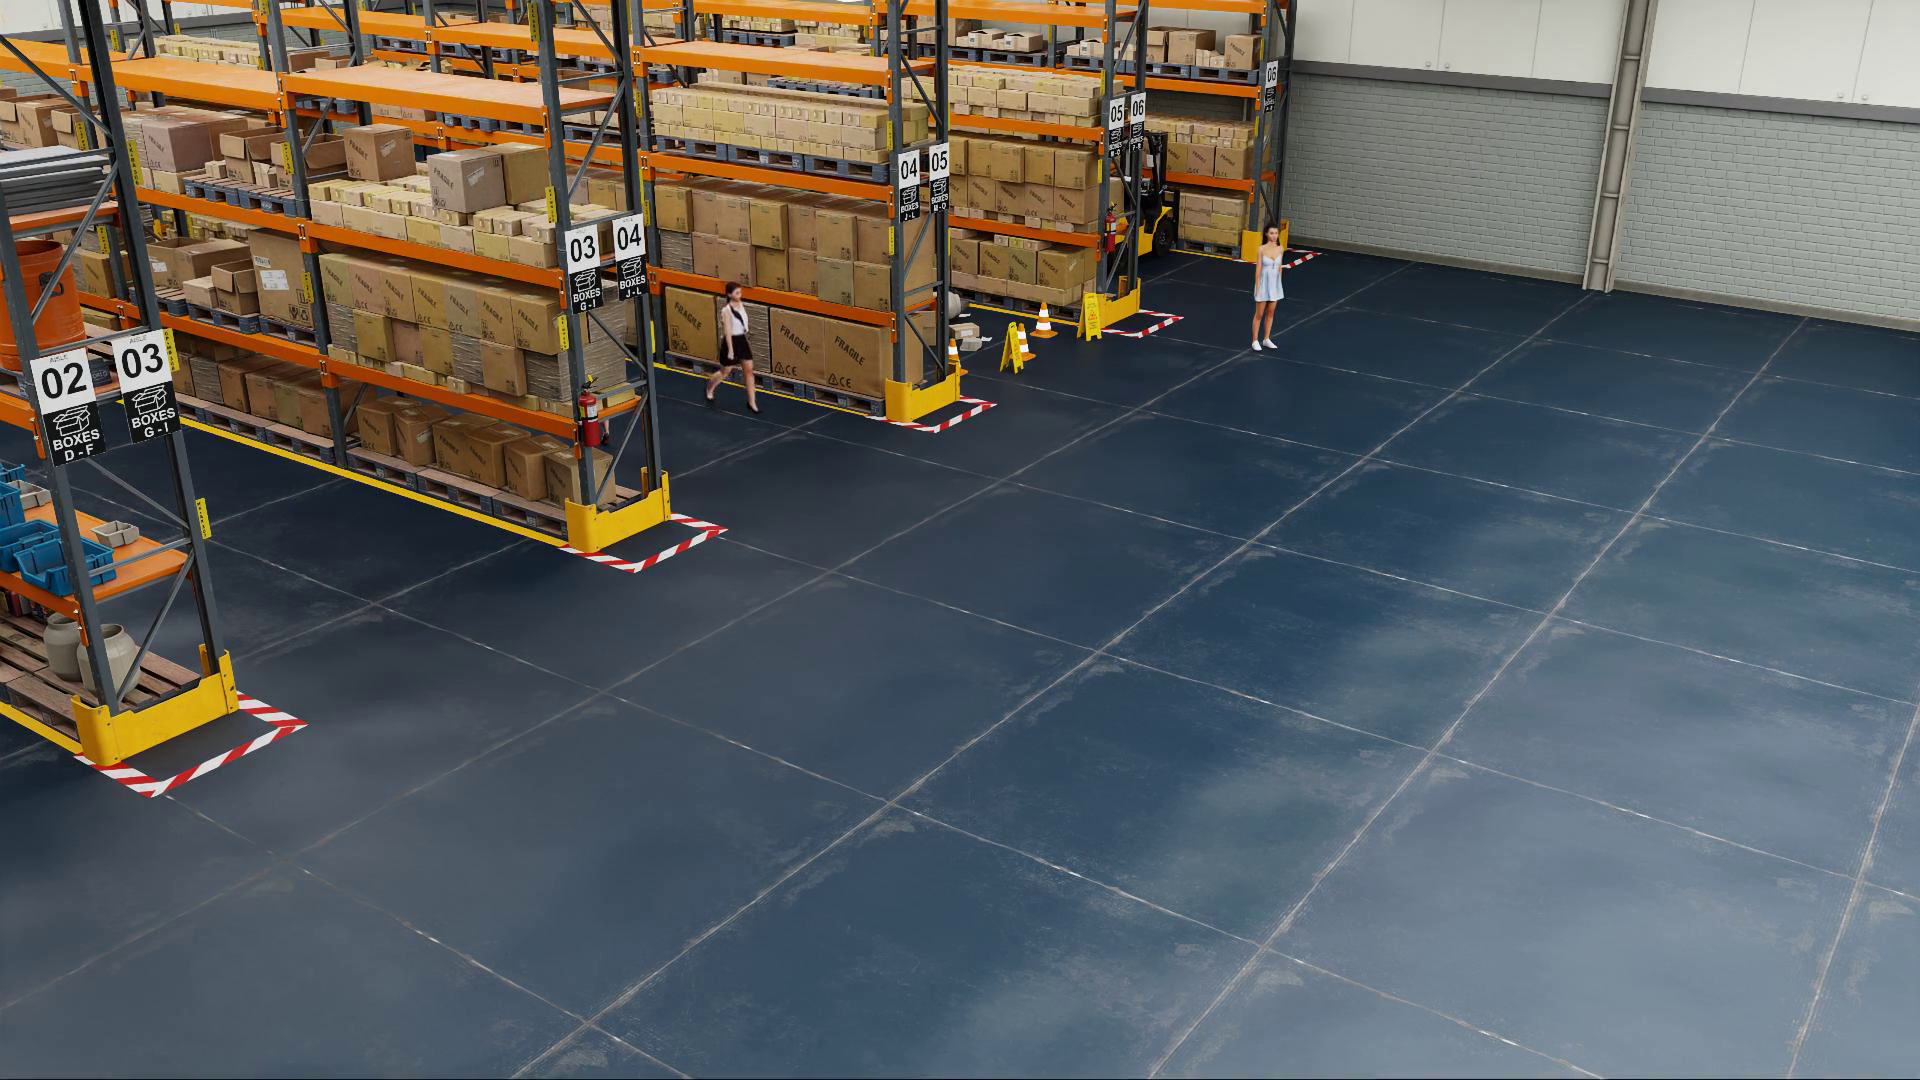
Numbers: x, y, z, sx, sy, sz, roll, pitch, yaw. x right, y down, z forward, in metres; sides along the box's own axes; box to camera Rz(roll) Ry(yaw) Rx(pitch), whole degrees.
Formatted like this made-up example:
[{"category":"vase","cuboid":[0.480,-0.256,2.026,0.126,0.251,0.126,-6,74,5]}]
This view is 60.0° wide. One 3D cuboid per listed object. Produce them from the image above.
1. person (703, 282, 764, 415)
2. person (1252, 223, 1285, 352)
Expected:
[{"category":"person","cuboid":[-2.809,-2.316,20.160,1.109,1.613,0.695,11,26,25]},{"category":"person","cuboid":[4.198,-3.467,22.718,0.672,1.730,0.691,-10,25,-21]}]
